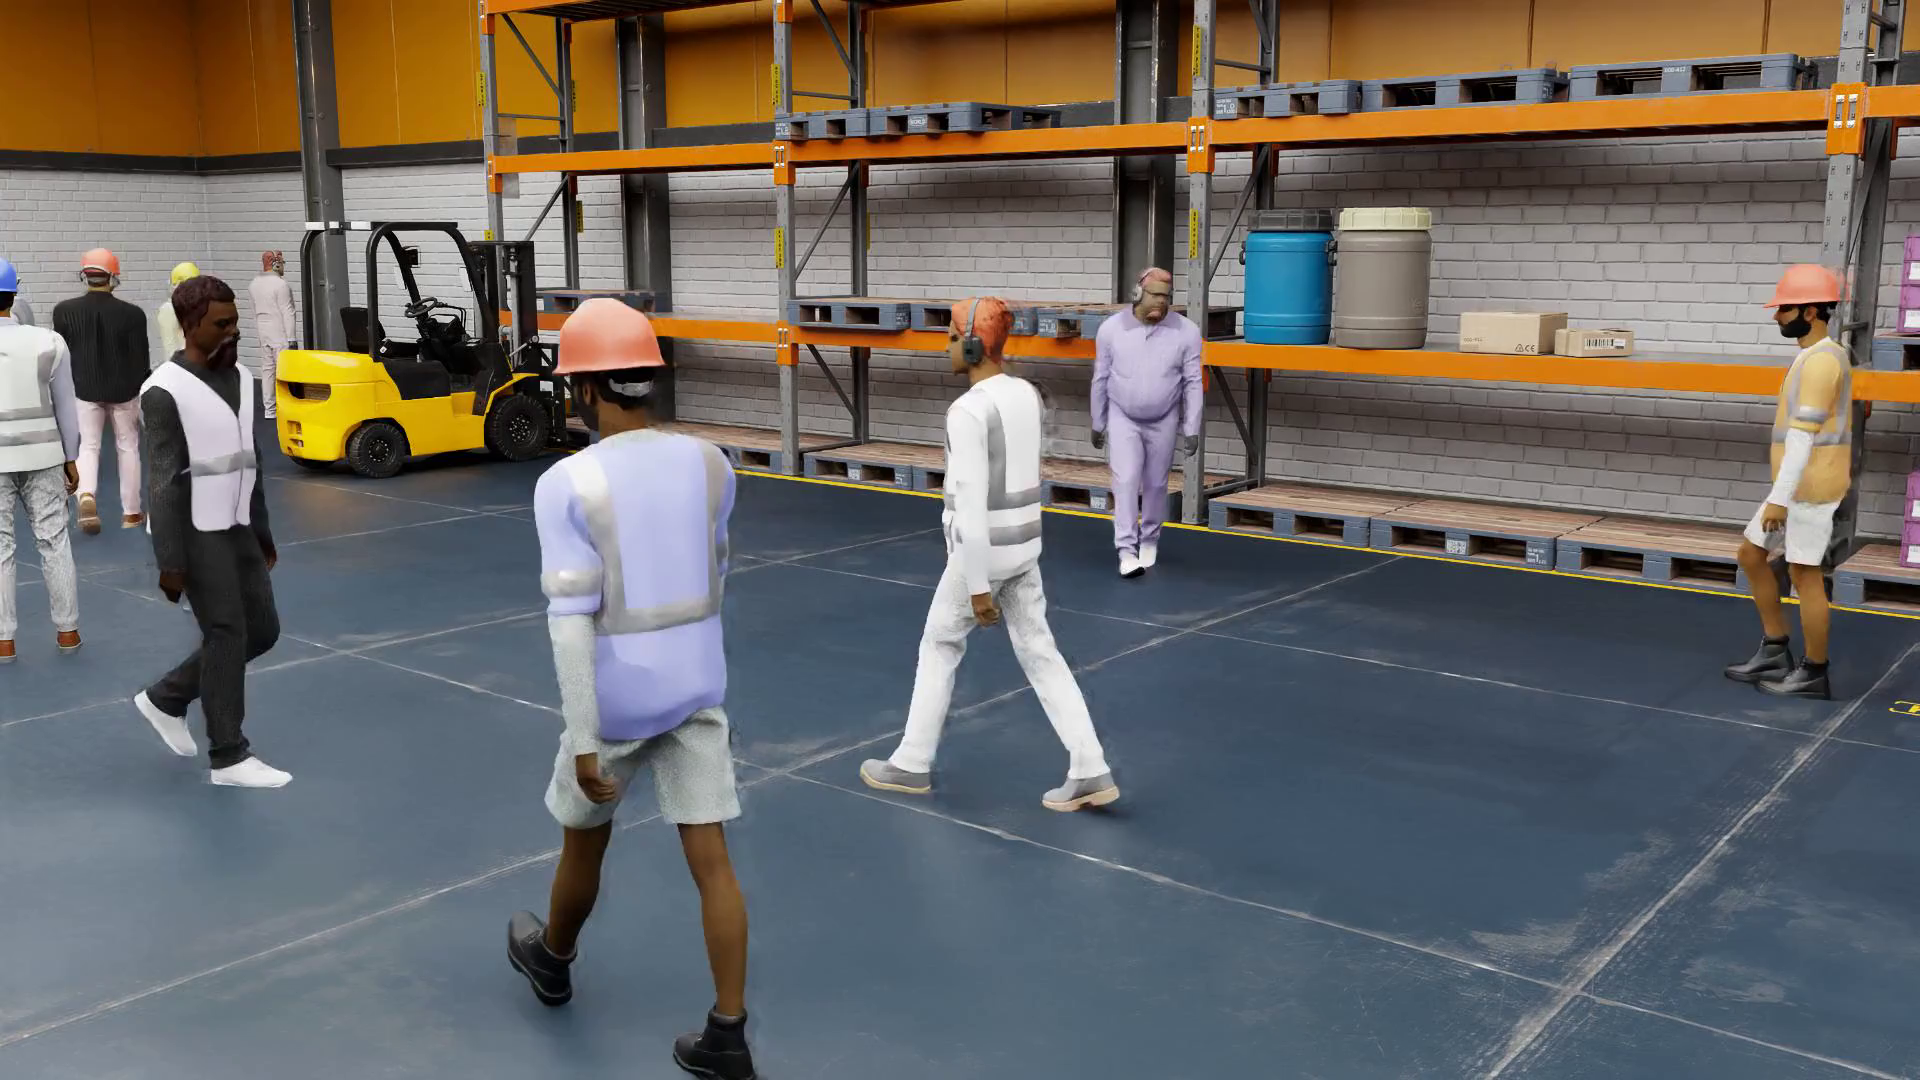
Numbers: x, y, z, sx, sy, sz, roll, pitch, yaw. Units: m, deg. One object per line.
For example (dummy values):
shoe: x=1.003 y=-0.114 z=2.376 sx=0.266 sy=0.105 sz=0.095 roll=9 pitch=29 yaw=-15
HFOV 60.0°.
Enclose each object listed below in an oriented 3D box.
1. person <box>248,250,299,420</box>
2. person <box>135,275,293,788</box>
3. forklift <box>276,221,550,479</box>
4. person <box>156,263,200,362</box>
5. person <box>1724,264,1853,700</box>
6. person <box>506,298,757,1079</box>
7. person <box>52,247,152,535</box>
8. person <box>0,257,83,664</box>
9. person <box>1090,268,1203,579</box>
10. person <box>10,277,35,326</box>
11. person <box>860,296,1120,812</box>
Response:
person: x=-7.644 y=-2.285 z=18.663 sx=0.651 sy=1.907 sz=0.409 roll=7 pitch=12 yaw=32
person: x=-2.806 y=-0.018 z=6.117 sx=0.553 sy=1.899 sz=0.606 roll=1 pitch=10 yaw=5
forklift: x=-4.922 y=-1.741 z=14.854 sx=1.214 sy=2.155 sz=2.313 roll=8 pitch=13 yaw=38
person: x=-6.467 y=-1.414 z=14.044 sx=0.404 sy=1.833 sz=0.590 roll=1 pitch=10 yaw=6
person: x=3.638 y=-0.242 z=7.330 sx=0.575 sy=1.919 sz=0.544 roll=4 pitch=11 yaw=20
person: x=-0.822 y=0.353 z=4.114 sx=0.554 sy=1.875 sz=1.012 roll=-8 pitch=13 yaw=-39
person: x=-5.889 y=-1.016 z=11.445 sx=0.614 sy=1.973 sz=0.835 roll=-3 pitch=11 yaw=-18
person: x=-4.553 y=-0.380 z=7.995 sx=0.602 sy=1.947 sz=0.386 roll=-8 pitch=13 yaw=-38
person: x=1.116 y=-0.697 z=10.021 sx=0.671 sy=1.855 sz=0.997 roll=0 pitch=10 yaw=3
person: x=-8.059 y=-1.430 z=14.161 sx=0.403 sy=1.826 sz=0.591 roll=-3 pitch=11 yaw=-17
person: x=0.131 y=0.061 z=5.897 sx=0.998 sy=1.837 sz=0.579 roll=7 pitch=12 yaw=33
